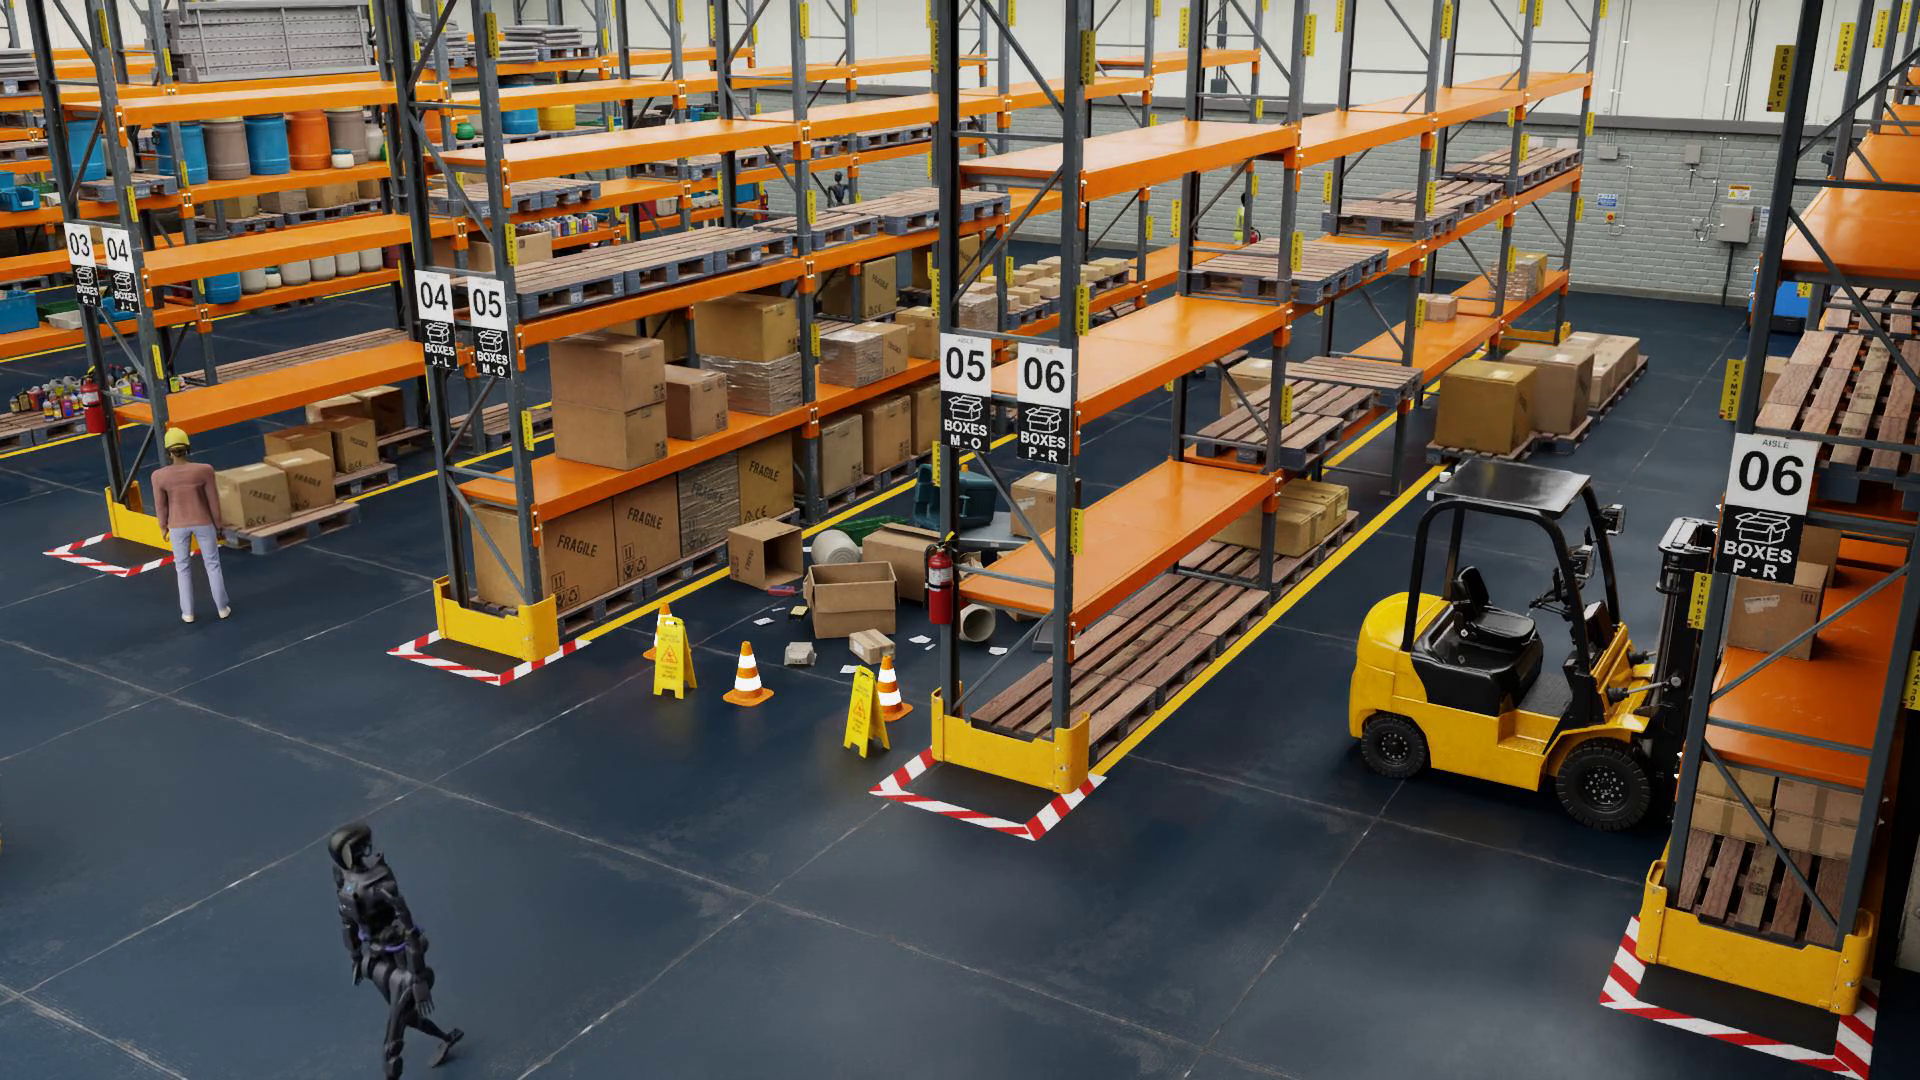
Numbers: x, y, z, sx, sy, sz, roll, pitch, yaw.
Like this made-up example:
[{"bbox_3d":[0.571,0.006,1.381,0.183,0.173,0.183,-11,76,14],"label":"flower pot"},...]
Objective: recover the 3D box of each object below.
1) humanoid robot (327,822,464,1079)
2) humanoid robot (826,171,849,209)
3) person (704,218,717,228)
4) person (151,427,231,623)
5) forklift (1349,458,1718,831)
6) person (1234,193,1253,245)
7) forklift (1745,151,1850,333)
[{"bbox_3d":[-2.831,2.112,8.444,0.611,1.617,0.744,12,23,31],"label":"humanoid robot"},{"bbox_3d":[-2.427,-6.660,33.791,0.584,1.639,0.767,-10,21,-26],"label":"humanoid robot"},{"bbox_3d":[-5.235,-7.064,34.868,0.488,1.688,0.350,-6,20,-17],"label":"person"},{"bbox_3d":[-6.813,-0.134,14.728,0.522,1.761,0.343,-8,20,-21],"label":"person"},{"bbox_3d":[3.988,0.658,11.776,2.313,2.155,1.214,11,22,29],"label":"forklift"},{"bbox_3d":[5.170,-5.511,30.376,0.319,1.687,0.537,-1,19,-3],"label":"person"},{"bbox_3d":[13.620,-4.667,26.137,1.873,2.768,1.129,11,22,29],"label":"forklift"}]
